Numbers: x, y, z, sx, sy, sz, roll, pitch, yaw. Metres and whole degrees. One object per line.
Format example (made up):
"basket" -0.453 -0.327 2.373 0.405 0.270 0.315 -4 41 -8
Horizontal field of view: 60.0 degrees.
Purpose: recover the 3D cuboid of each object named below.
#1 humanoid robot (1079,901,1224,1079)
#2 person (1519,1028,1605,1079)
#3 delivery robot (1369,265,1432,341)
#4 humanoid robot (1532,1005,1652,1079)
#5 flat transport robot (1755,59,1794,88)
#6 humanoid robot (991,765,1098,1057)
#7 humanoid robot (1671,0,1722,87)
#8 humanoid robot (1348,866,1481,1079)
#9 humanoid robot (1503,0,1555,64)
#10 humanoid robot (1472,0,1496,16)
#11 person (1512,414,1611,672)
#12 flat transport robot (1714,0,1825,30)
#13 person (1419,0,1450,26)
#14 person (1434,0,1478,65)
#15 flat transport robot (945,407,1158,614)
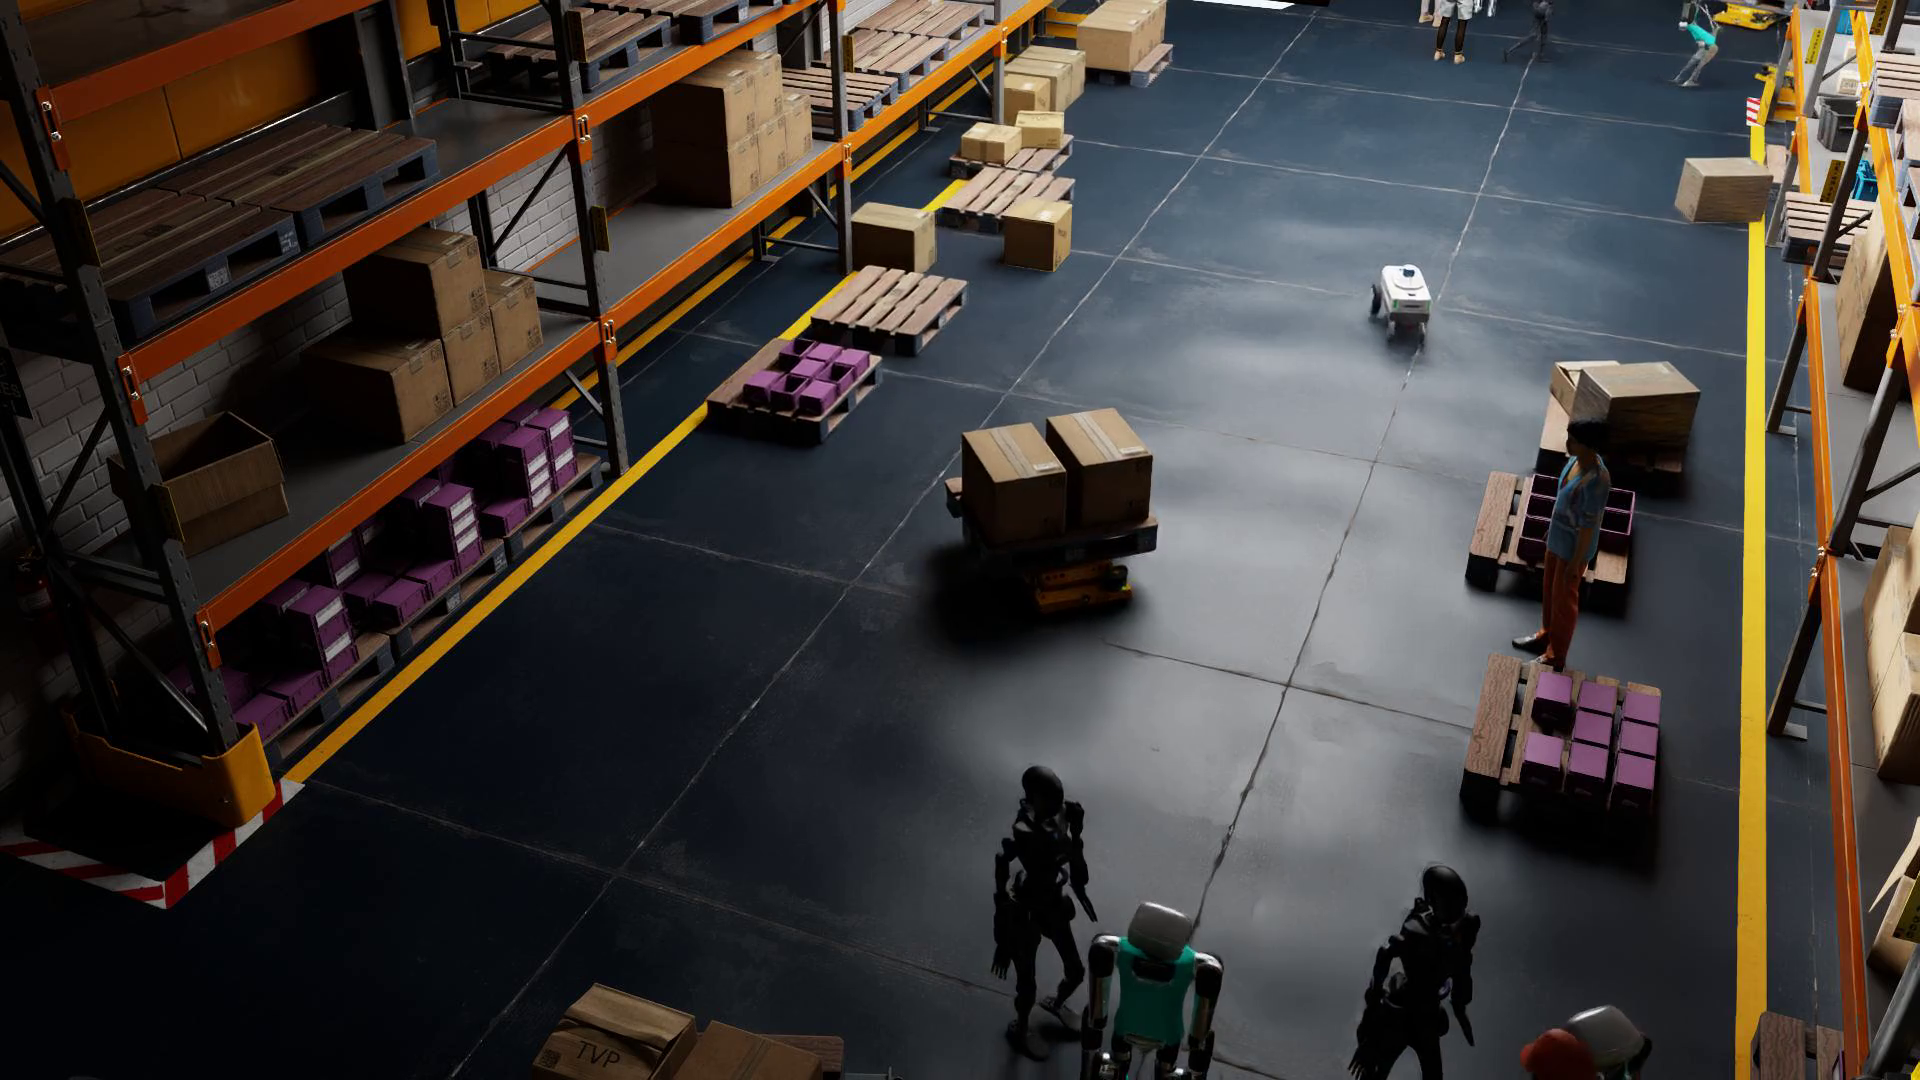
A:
"humanoid robot" 0.706 2.302 6.663 0.540 1.769 0.687 8 34 12
"person" 2.179 2.501 6.369 0.588 1.728 0.479 -25 40 -33
"delivery robot" 3.906 -2.128 14.615 0.499 0.587 0.789 2 33 3
"humanoid robot" 2.451 2.634 6.275 0.548 1.886 0.762 -17 37 -25
"flat transport robot" 10.516 -5.571 20.214 0.659 0.231 1.431 -22 39 -30
"humanoid robot" 0.365 1.708 7.640 0.593 1.650 0.333 -26 41 -34
"humanoid robot" 8.938 -6.298 20.023 0.768 1.820 0.533 16 36 23
"humanoid robot" 1.960 2.092 7.068 0.600 1.636 0.648 -15 36 -22
"humanoid robot" 7.237 -6.788 20.829 0.681 1.630 0.614 1 33 2
"humanoid robot" 7.275 -8.085 22.741 0.530 1.789 0.608 18 37 26
"person" 3.711 0.026 10.180 0.335 1.759 0.495 1 33 2
"flat transport robot" 11.049 -7.309 22.903 1.431 0.231 0.659 -27 41 -35
"person" 6.478 -7.821 22.305 0.313 1.776 0.483 -19 38 -27
"person" 6.265 -6.843 20.868 0.532 1.693 0.320 23 40 32
"flat transport robot" 0.619 0.006 11.582 0.659 0.231 1.431 -10 34 -15
